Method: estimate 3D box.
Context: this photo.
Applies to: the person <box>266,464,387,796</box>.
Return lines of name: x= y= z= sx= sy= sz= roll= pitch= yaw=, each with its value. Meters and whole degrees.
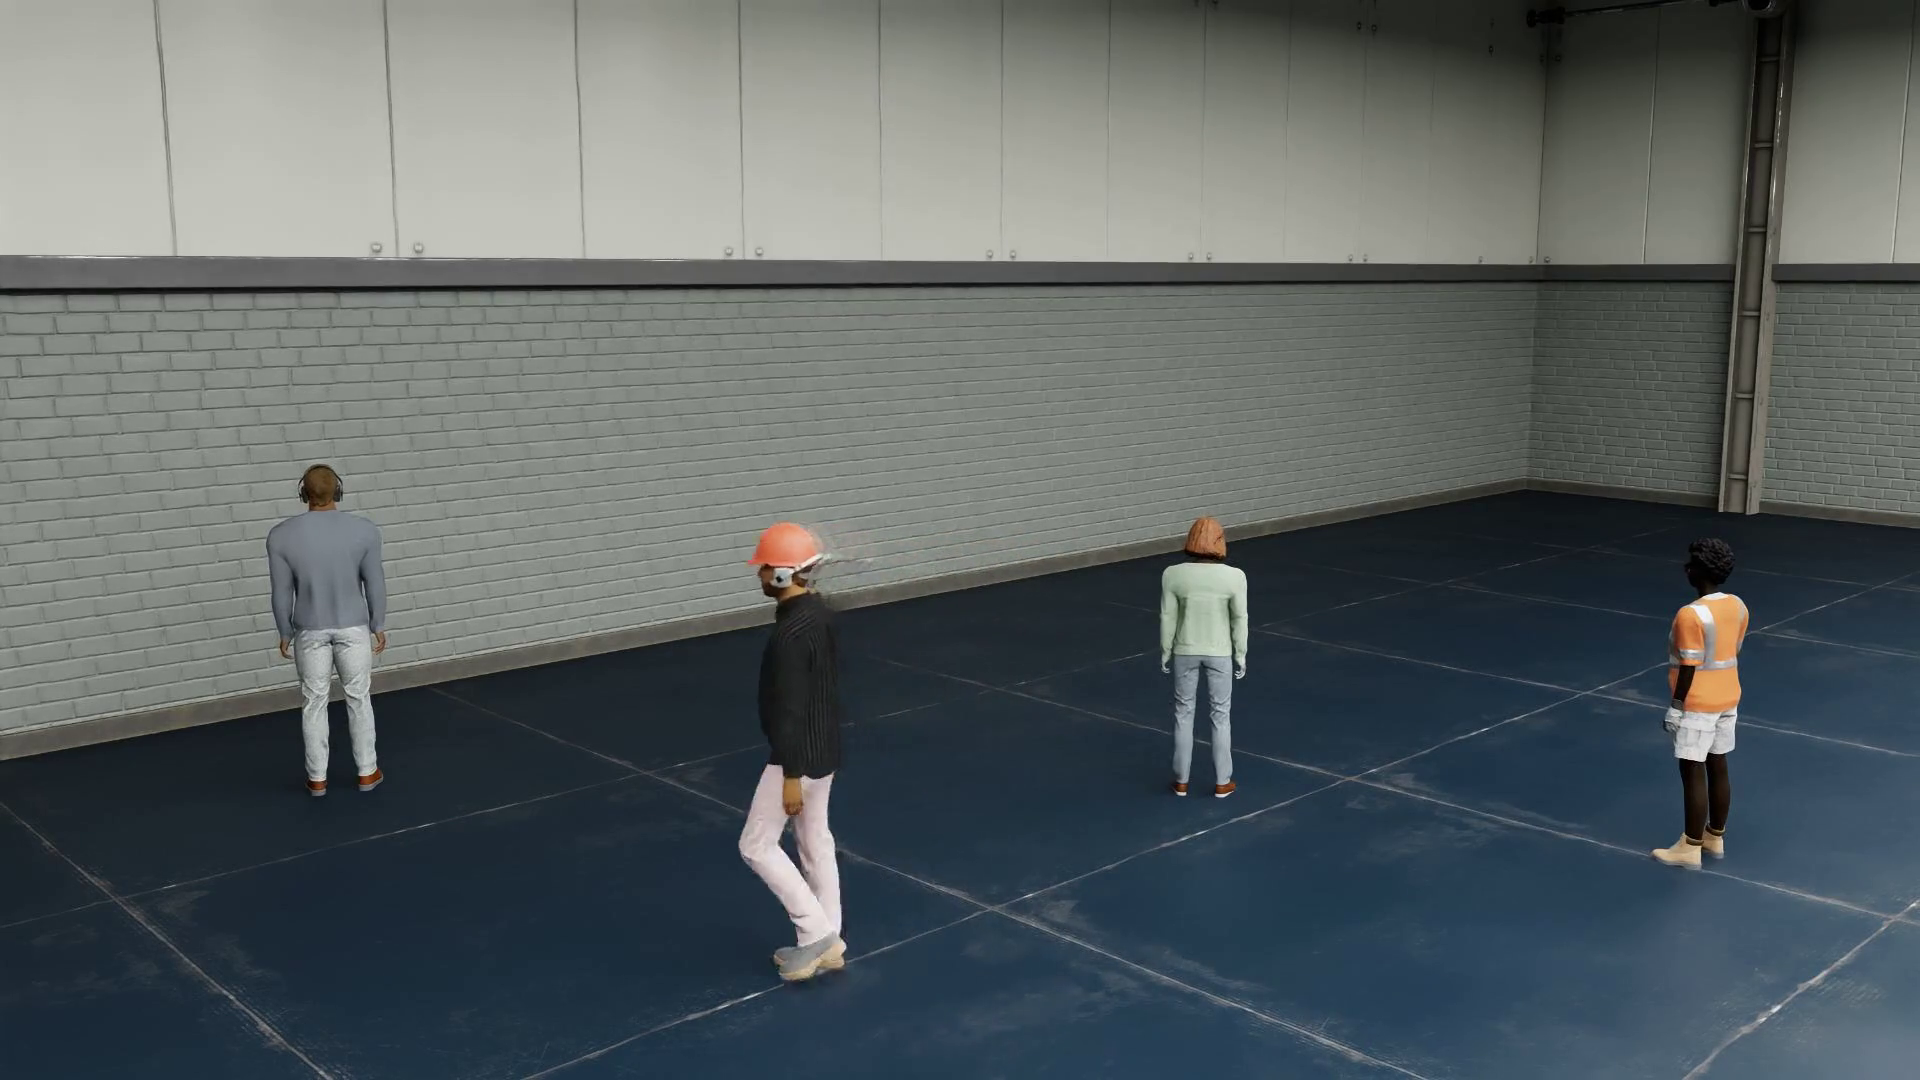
person: x=-3.652 y=0.520 z=9.657 sx=0.631 sy=1.940 sz=0.372 roll=-3 pitch=10 yaw=-18

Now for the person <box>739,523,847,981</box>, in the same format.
person: x=-0.701 y=0.910 z=7.117 sx=0.447 sy=1.981 sz=0.636 roll=2 pitch=9 yaw=12

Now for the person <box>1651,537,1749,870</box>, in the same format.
person: x=3.781 y=0.830 z=8.485 sx=0.533 sy=1.697 sz=0.319 roll=-7 pitch=12 yaw=-37

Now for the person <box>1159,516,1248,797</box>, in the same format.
person: x=1.407 y=0.677 z=9.628 sx=0.507 sy=1.631 sz=0.265 roll=2 pitch=9 yaw=12
